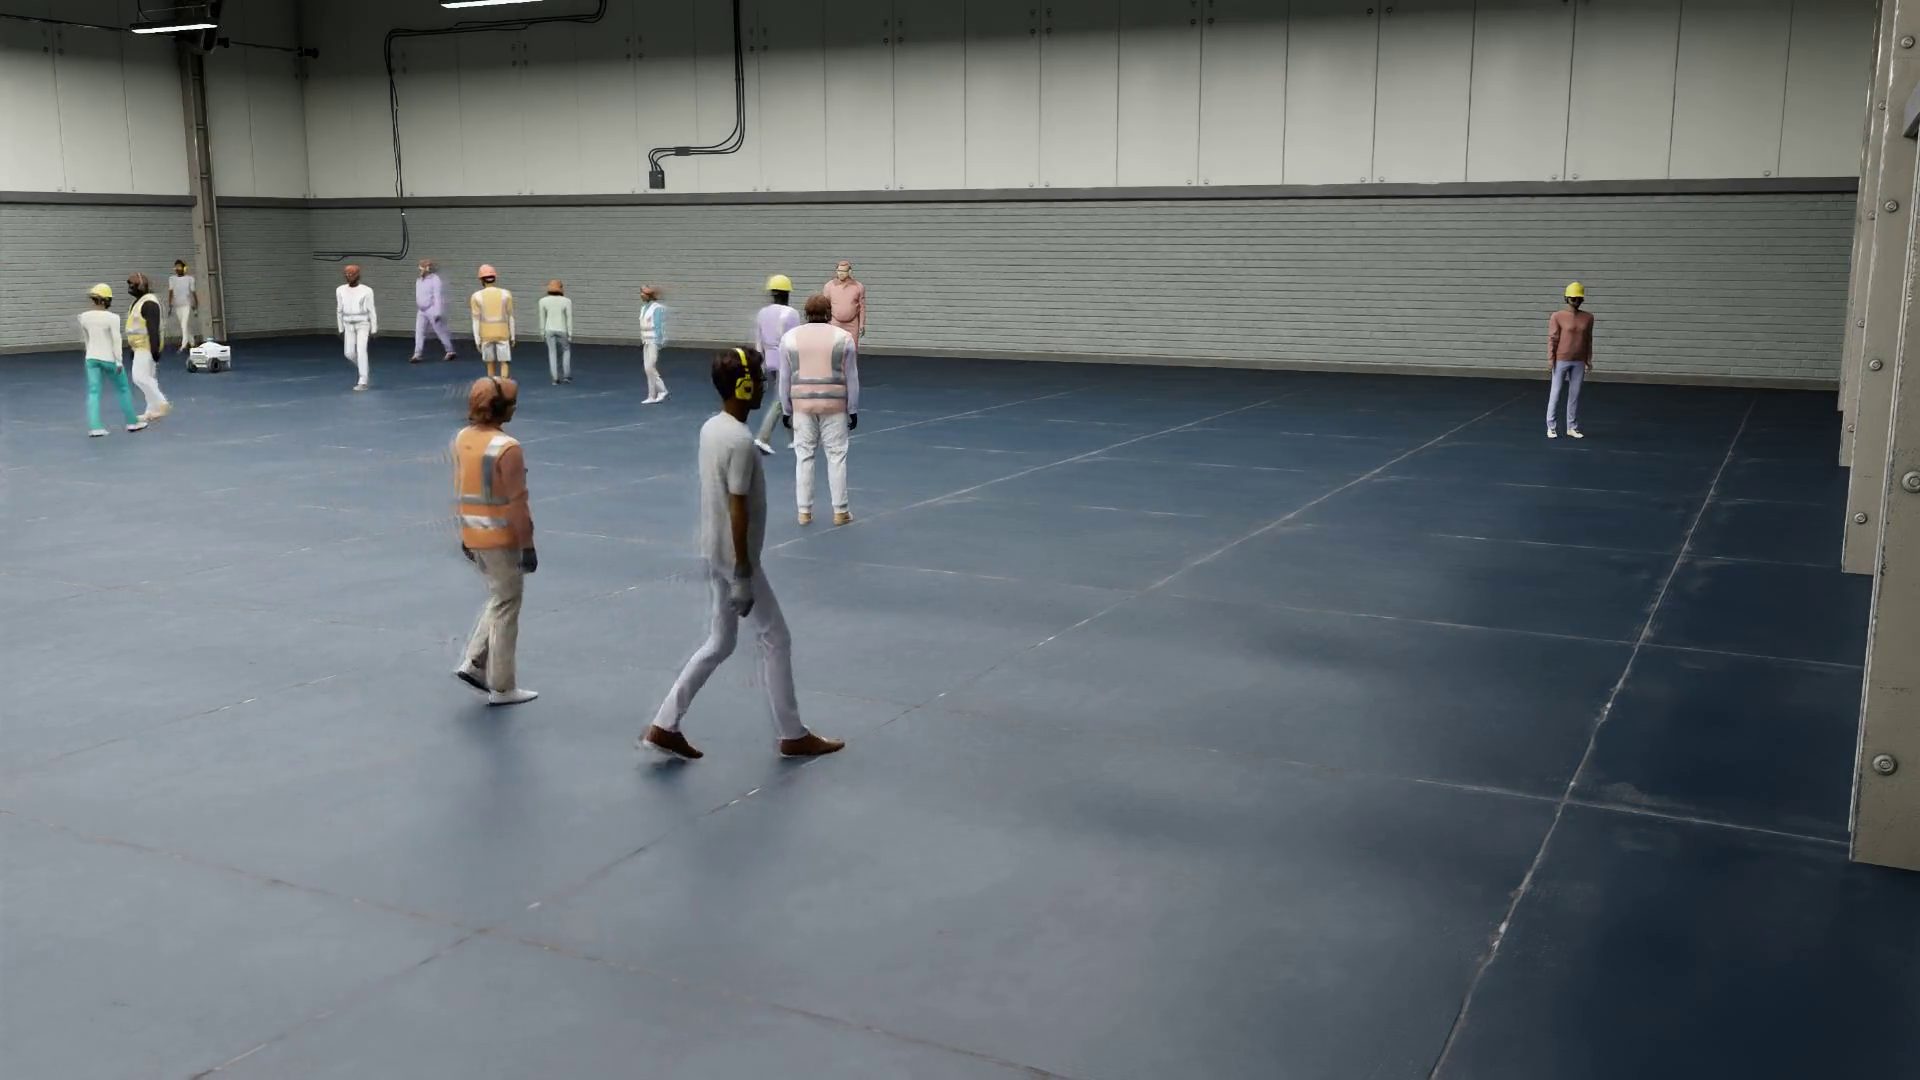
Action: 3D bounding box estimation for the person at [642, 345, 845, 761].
[{"bbox_3d":[-0.971,0.075,7.203,0.868,1.838,0.548,-5,12,-26],"label":"person"}]

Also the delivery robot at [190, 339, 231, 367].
[{"bbox_3d":[-12.613,-3.143,27.980,0.477,0.478,0.707,2,11,10],"label":"delivery robot"}]

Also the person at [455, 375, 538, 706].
[{"bbox_3d":[-2.242,0.010,8.117,0.375,1.624,0.536,-10,14,-44],"label":"person"}]

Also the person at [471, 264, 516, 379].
[{"bbox_3d":[-6.250,-2.738,22.319,0.569,1.914,0.549,-4,11,-19],"label":"person"}]

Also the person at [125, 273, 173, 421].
[{"bbox_3d":[-10.076,-2.370,20.549,0.447,1.827,0.639,-7,13,-35],"label":"person"}]

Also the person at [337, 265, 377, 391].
[{"bbox_3d":[-8.956,-3.166,24.782,0.610,1.866,0.547,1,10,7],"label":"person"}]

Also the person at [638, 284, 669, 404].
[{"bbox_3d":[-4.215,-2.653,22.622,0.371,1.625,0.548,-7,13,-35],"label":"person"}]

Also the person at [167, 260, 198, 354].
[{"bbox_3d":[-15.195,-4.572,32.565,0.517,1.835,0.926,0,10,1],"label":"person"}]

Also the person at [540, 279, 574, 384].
[{"bbox_3d":[-6.249,-3.230,25.836,0.502,1.613,0.620,-1,10,-4],"label":"person"}]

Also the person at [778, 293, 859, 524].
[{"bbox_3d":[-1.116,-1.038,13.252,0.634,1.839,0.429,0,10,2],"label":"person"}]

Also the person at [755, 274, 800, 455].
[{"bbox_3d":[-1.905,-1.861,17.609,0.925,1.892,0.598,-10,14,-43],"label":"person"}]

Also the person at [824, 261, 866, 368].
[{"bbox_3d":[-1.745,-3.248,25.132,0.643,1.905,0.399,-1,10,-5],"label":"person"}]

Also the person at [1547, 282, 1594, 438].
[{"bbox_3d":[6.925,-2.029,18.856,0.534,1.767,0.320,-1,10,-7],"label":"person"}]

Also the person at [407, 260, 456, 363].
[{"bbox_3d":[-9.608,-4.152,30.180,0.654,1.864,1.005,6,12,31],"label":"person"}]

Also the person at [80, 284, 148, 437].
[{"bbox_3d":[-9.827,-2.080,19.233,0.528,1.737,0.817,1,10,7],"label":"person"}]
